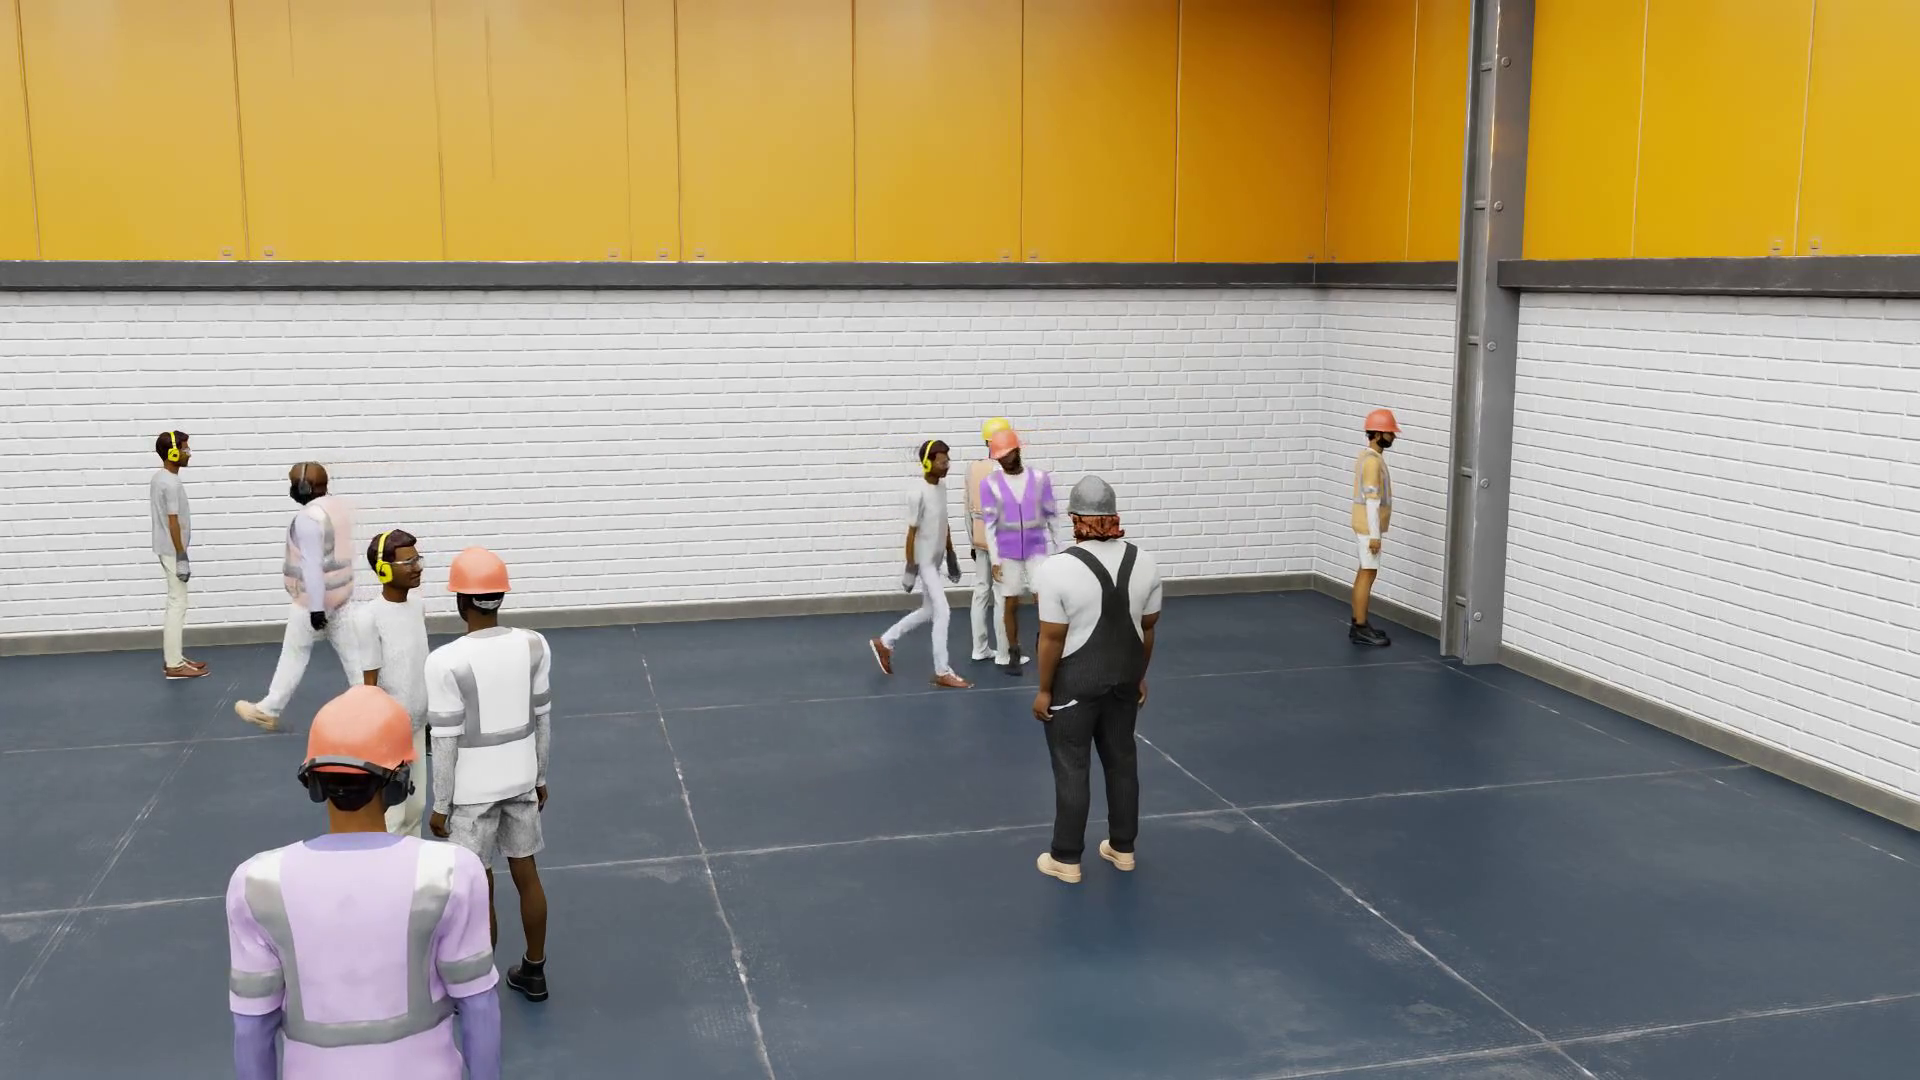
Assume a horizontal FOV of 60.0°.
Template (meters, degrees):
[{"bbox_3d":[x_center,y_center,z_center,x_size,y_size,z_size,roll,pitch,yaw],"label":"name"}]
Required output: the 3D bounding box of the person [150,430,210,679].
[{"bbox_3d":[-5.887,0.110,12.498,0.320,1.864,0.522,-6,11,-32],"label":"person"}]

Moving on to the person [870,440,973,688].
[{"bbox_3d":[-0.293,0.161,12.271,0.803,1.841,0.515,3,10,19],"label":"person"}]

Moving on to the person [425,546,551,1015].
[{"bbox_3d":[-1.922,0.987,6.783,0.354,1.939,0.545,8,12,41],"label":"person"}]

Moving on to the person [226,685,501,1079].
[{"bbox_3d":[-1.439,1.364,4.103,0.614,2.041,0.393,-2,9,-9],"label":"person"}]

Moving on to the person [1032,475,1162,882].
[{"bbox_3d":[0.635,0.681,8.370,0.689,2.000,0.539,-5,10,-28],"label":"person"}]

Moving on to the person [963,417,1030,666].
[{"bbox_3d":[0.282,0.013,12.886,0.358,1.930,0.590,-9,13,-44],"label":"person"}]

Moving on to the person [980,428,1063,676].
[{"bbox_3d":[0.467,0.104,12.493,0.655,1.895,0.437,-1,9,-4],"label":"person"}]

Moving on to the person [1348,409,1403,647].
[{"bbox_3d":[3.397,-0.106,13.608,0.372,1.935,0.551,2,9,9],"label":"person"}]

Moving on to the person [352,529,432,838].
[{"bbox_3d":[-2.552,0.879,7.651,0.328,1.877,0.513,2,9,10],"label":"person"}]

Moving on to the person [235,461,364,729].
[{"bbox_3d":[-4.329,0.376,11.026,0.954,1.791,0.658,0,9,3],"label":"person"}]
